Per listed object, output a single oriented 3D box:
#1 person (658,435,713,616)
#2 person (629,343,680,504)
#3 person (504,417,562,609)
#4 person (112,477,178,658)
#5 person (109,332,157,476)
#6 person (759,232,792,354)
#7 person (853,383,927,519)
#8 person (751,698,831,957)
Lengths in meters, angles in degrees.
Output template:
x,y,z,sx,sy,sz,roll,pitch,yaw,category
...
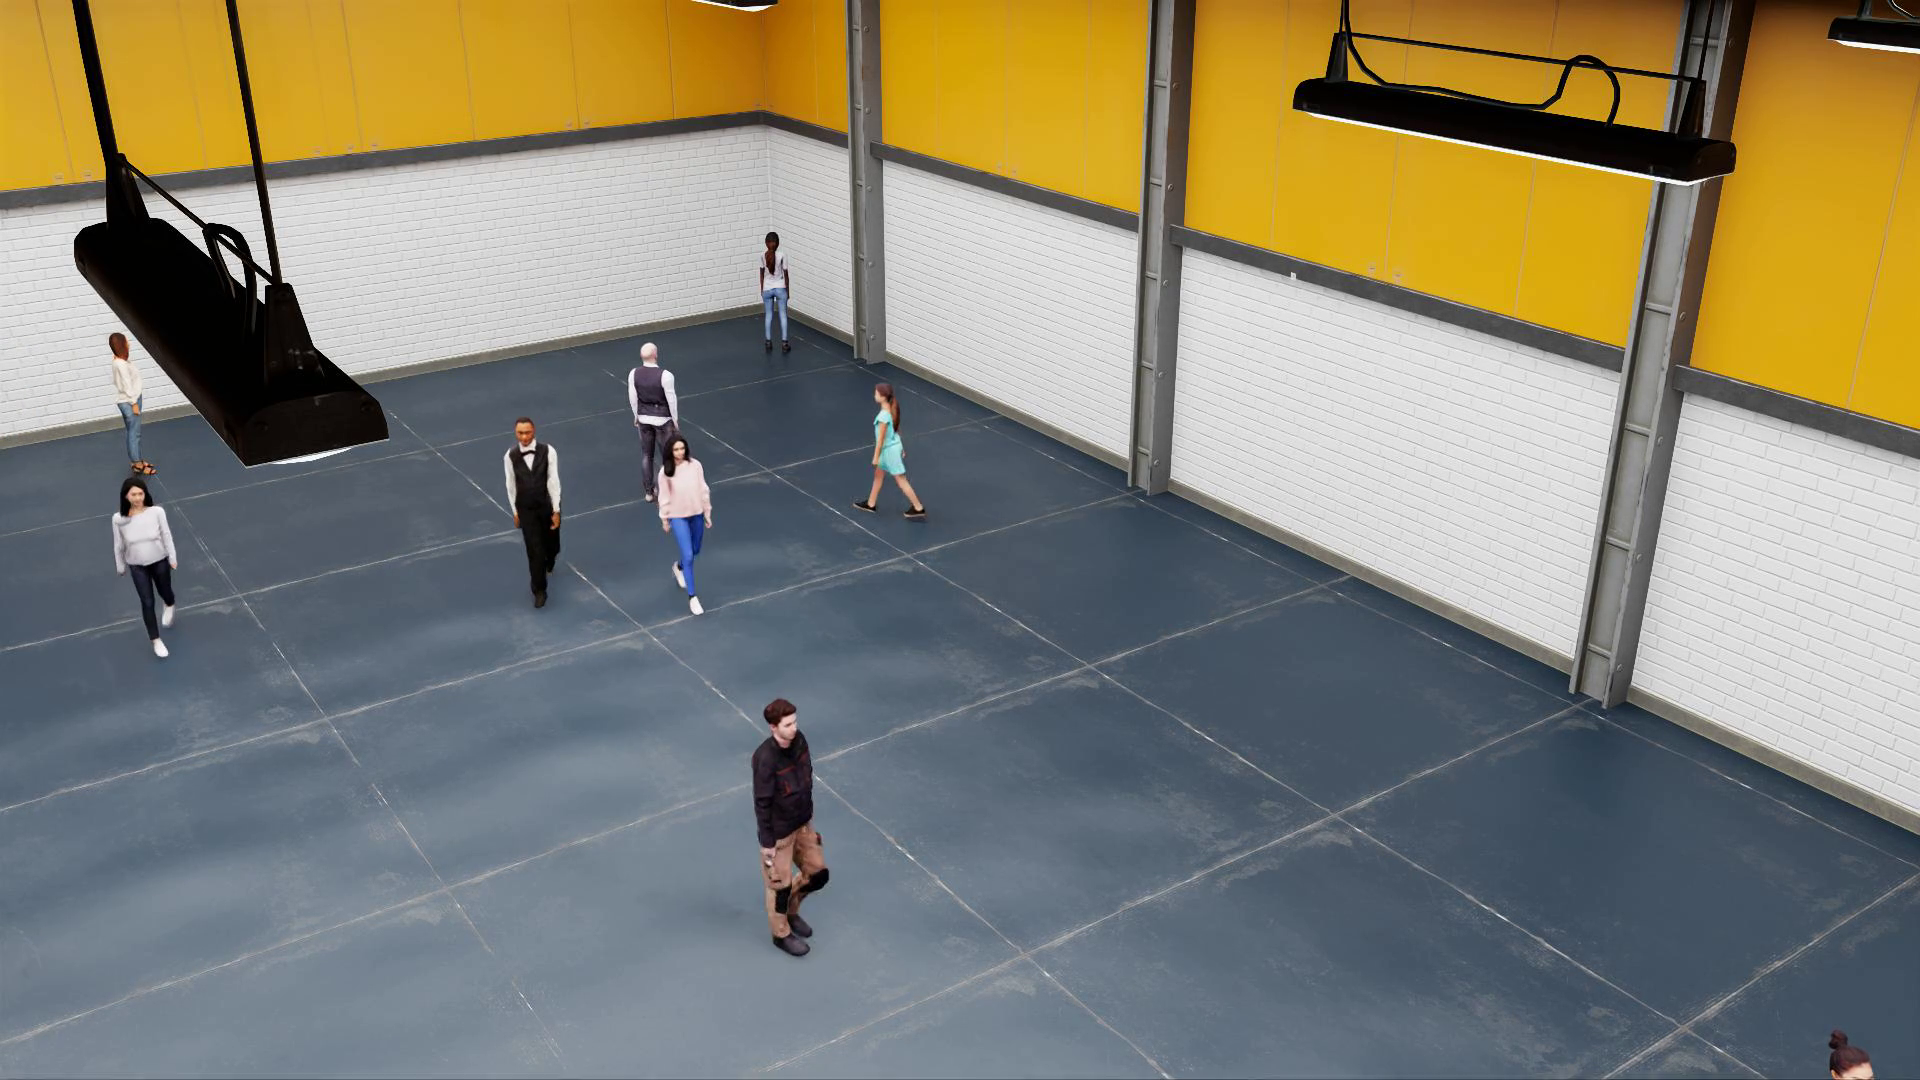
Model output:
x,y,z,sx,sy,sz,roll,pitch,yaw,category
-2.663,-0.211,16.042,0.673,1.737,1.102,-14,27,-29,person
-3.378,-1.299,18.424,0.770,1.824,0.831,4,24,9,person
-4.087,-0.336,16.145,0.973,1.885,1.220,-4,24,-9,person
-7.432,0.183,15.232,0.733,1.665,1.106,-11,26,-24,person
-9.629,-1.591,19.270,0.693,1.682,0.501,-13,27,-27,person
-2.634,-3.530,23.658,0.655,1.719,0.704,3,24,6,person
-0.683,-0.929,17.963,1.112,1.516,0.976,7,25,16,person
-1.222,1.874,11.049,0.812,1.916,0.825,14,27,29,person
